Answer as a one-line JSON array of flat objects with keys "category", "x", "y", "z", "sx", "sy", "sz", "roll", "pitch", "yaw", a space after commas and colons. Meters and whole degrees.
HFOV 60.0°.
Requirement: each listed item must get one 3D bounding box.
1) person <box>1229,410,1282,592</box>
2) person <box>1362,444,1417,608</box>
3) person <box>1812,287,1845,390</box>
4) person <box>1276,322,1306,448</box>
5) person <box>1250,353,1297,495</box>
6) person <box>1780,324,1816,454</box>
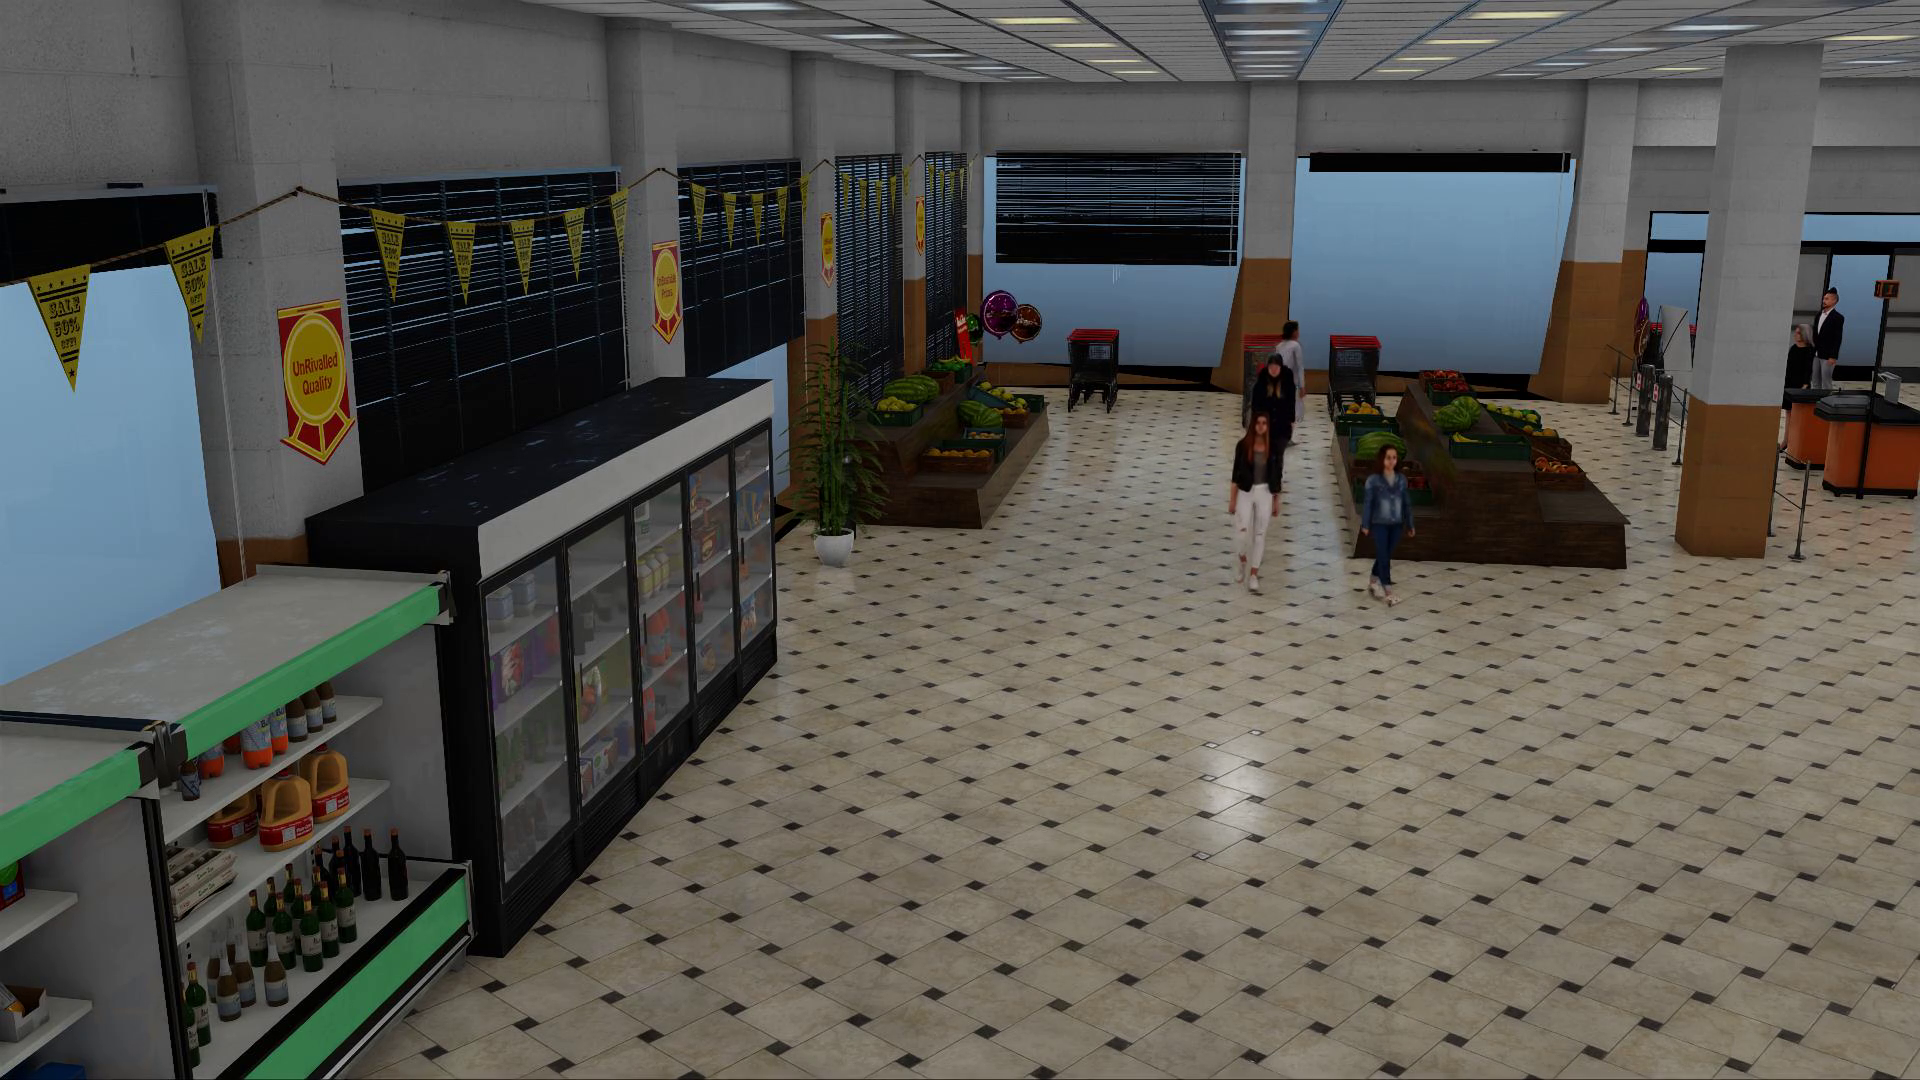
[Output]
[{"category": "person", "x": 2.747, "y": -0.389, "z": 15.558, "sx": 0.651, "sy": 1.694, "sz": 0.672, "roll": 1, "pitch": 14, "yaw": 5}, {"category": "person", "x": 3.831, "y": -0.136, "z": 15.051, "sx": 0.824, "sy": 1.442, "sz": 1.049, "roll": -4, "pitch": 14, "yaw": -14}, {"category": "person", "x": 13.080, "y": -2.845, "z": 25.143, "sx": 0.852, "sy": 1.950, "sz": 0.685, "roll": -3, "pitch": 14, "yaw": -13}, {"category": "person", "x": 4.393, "y": -2.071, "z": 22.444, "sx": 0.992, "sy": 1.718, "sz": 0.956, "roll": -8, "pitch": 16, "yaw": -29}, {"category": "person", "x": 3.730, "y": -1.387, "z": 19.755, "sx": 0.694, "sy": 1.655, "sz": 0.878, "roll": 3, "pitch": 14, "yaw": 13}, {"category": "person", "x": 11.116, "y": -2.002, "z": 22.098, "sx": 0.735, "sy": 1.747, "sz": 0.617, "roll": -3, "pitch": 14, "yaw": -11}]
